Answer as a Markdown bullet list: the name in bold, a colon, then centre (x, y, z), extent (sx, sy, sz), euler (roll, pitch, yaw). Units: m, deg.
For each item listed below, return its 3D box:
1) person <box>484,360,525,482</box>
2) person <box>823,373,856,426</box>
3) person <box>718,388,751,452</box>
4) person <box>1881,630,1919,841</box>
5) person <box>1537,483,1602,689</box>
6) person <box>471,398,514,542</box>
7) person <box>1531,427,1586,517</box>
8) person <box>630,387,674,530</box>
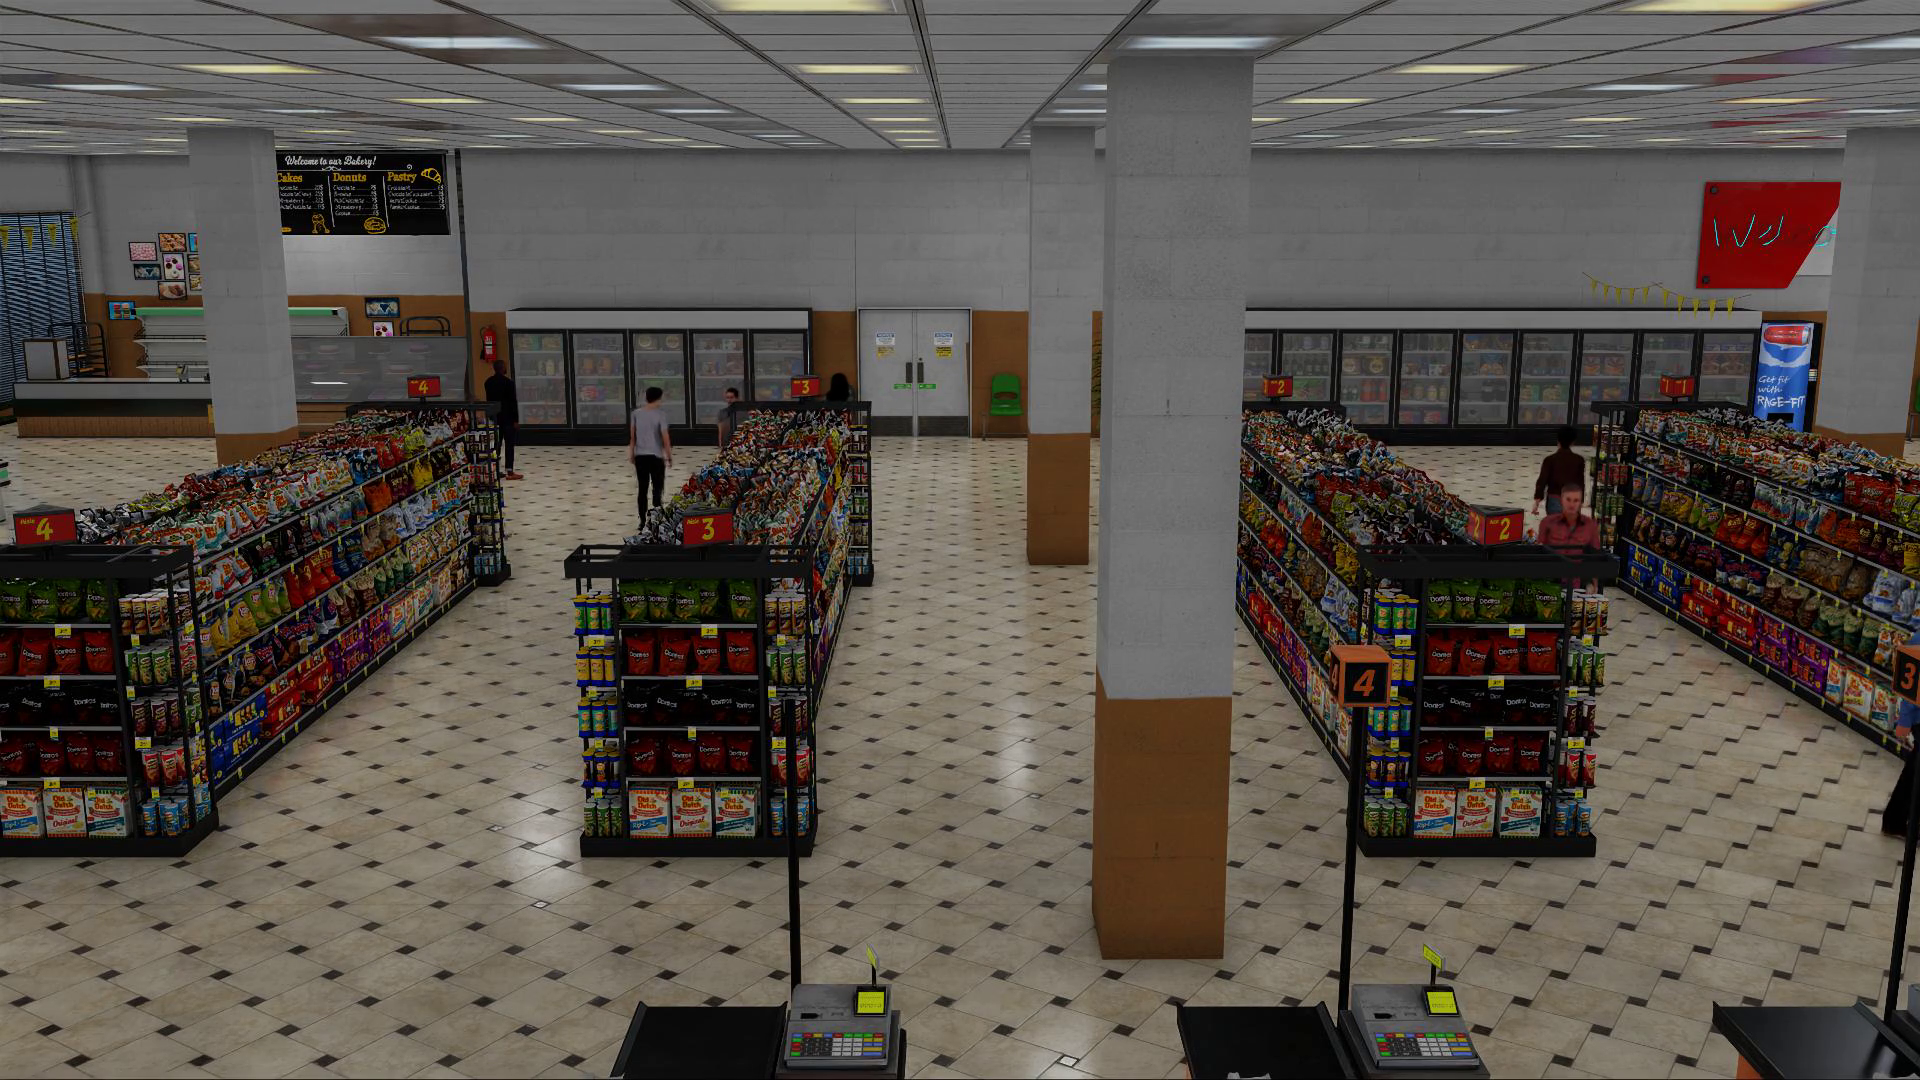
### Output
- **person**: centre (-6.912, -1.820, 25.125), extent (0.782, 1.818, 0.760), euler (6, 13, 26)
- **person**: centre (-1.766, -1.525, 23.960), extent (0.626, 1.721, 0.623), euler (1, 12, 3)
- **person**: centre (-2.975, -1.164, 22.216), extent (0.674, 1.733, 0.917), euler (1, 12, 5)
- **person**: centre (6.381, 1.153, 11.065), extent (0.969, 1.795, 1.092), euler (-7, 14, -30)
- **person**: centre (5.333, 0.399, 14.678), extent (0.866, 1.780, 1.242), euler (2, 12, 10)
- **person**: centre (-5.992, -0.863, 20.664), extent (1.114, 1.785, 1.224), euler (-10, 15, -39)
- **person**: centre (6.624, -0.338, 18.242), extent (0.689, 1.756, 0.703), euler (-1, 12, -5)
- **person**: centre (-4.015, -1.040, 21.355), extent (0.802, 1.846, 0.714), euler (2, 12, 7)
